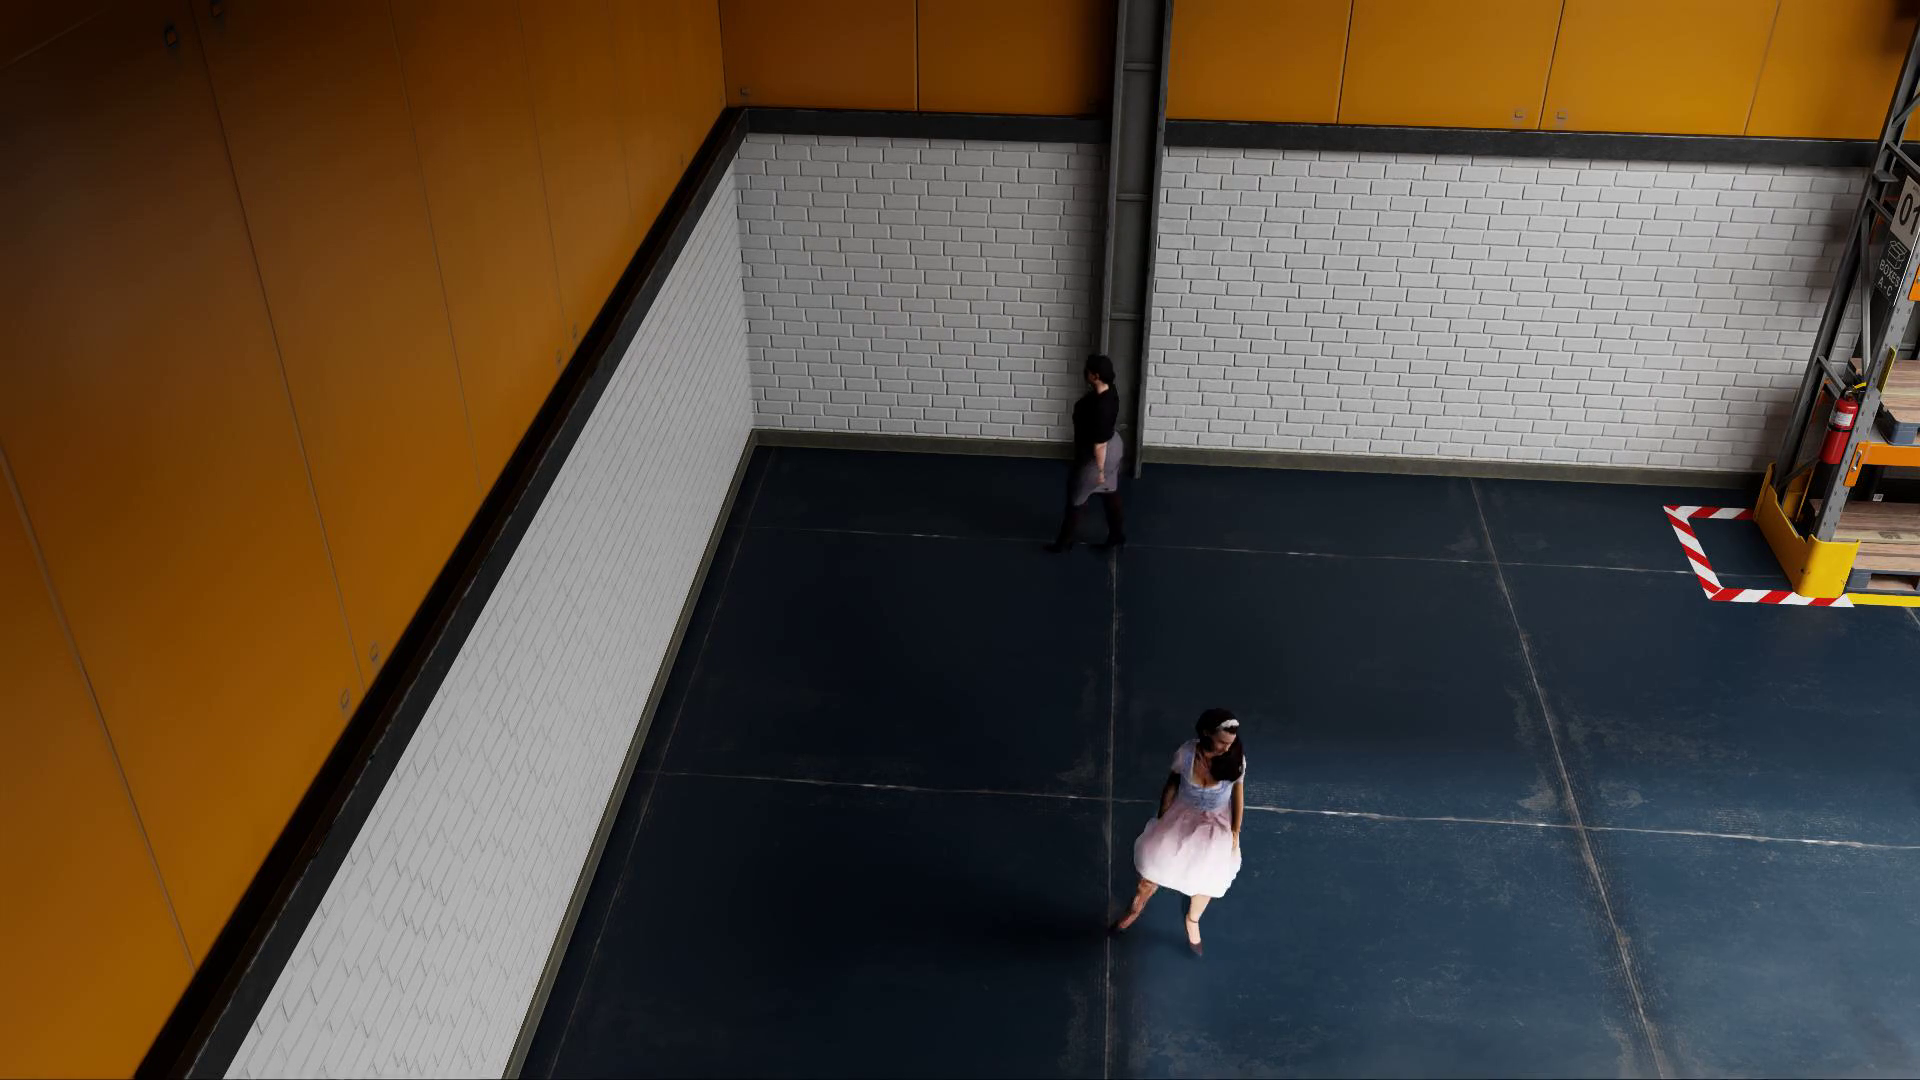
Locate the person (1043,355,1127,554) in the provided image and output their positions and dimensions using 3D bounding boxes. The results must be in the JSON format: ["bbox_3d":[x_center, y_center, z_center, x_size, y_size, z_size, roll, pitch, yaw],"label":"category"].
[{"bbox_3d":[1.149,-0.602,12.705,0.899,1.736,0.744,7,34,11],"label":"person"}]

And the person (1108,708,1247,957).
[{"bbox_3d":[1.284,1.629,9.303,0.750,1.785,0.985,15,37,22],"label":"person"}]
